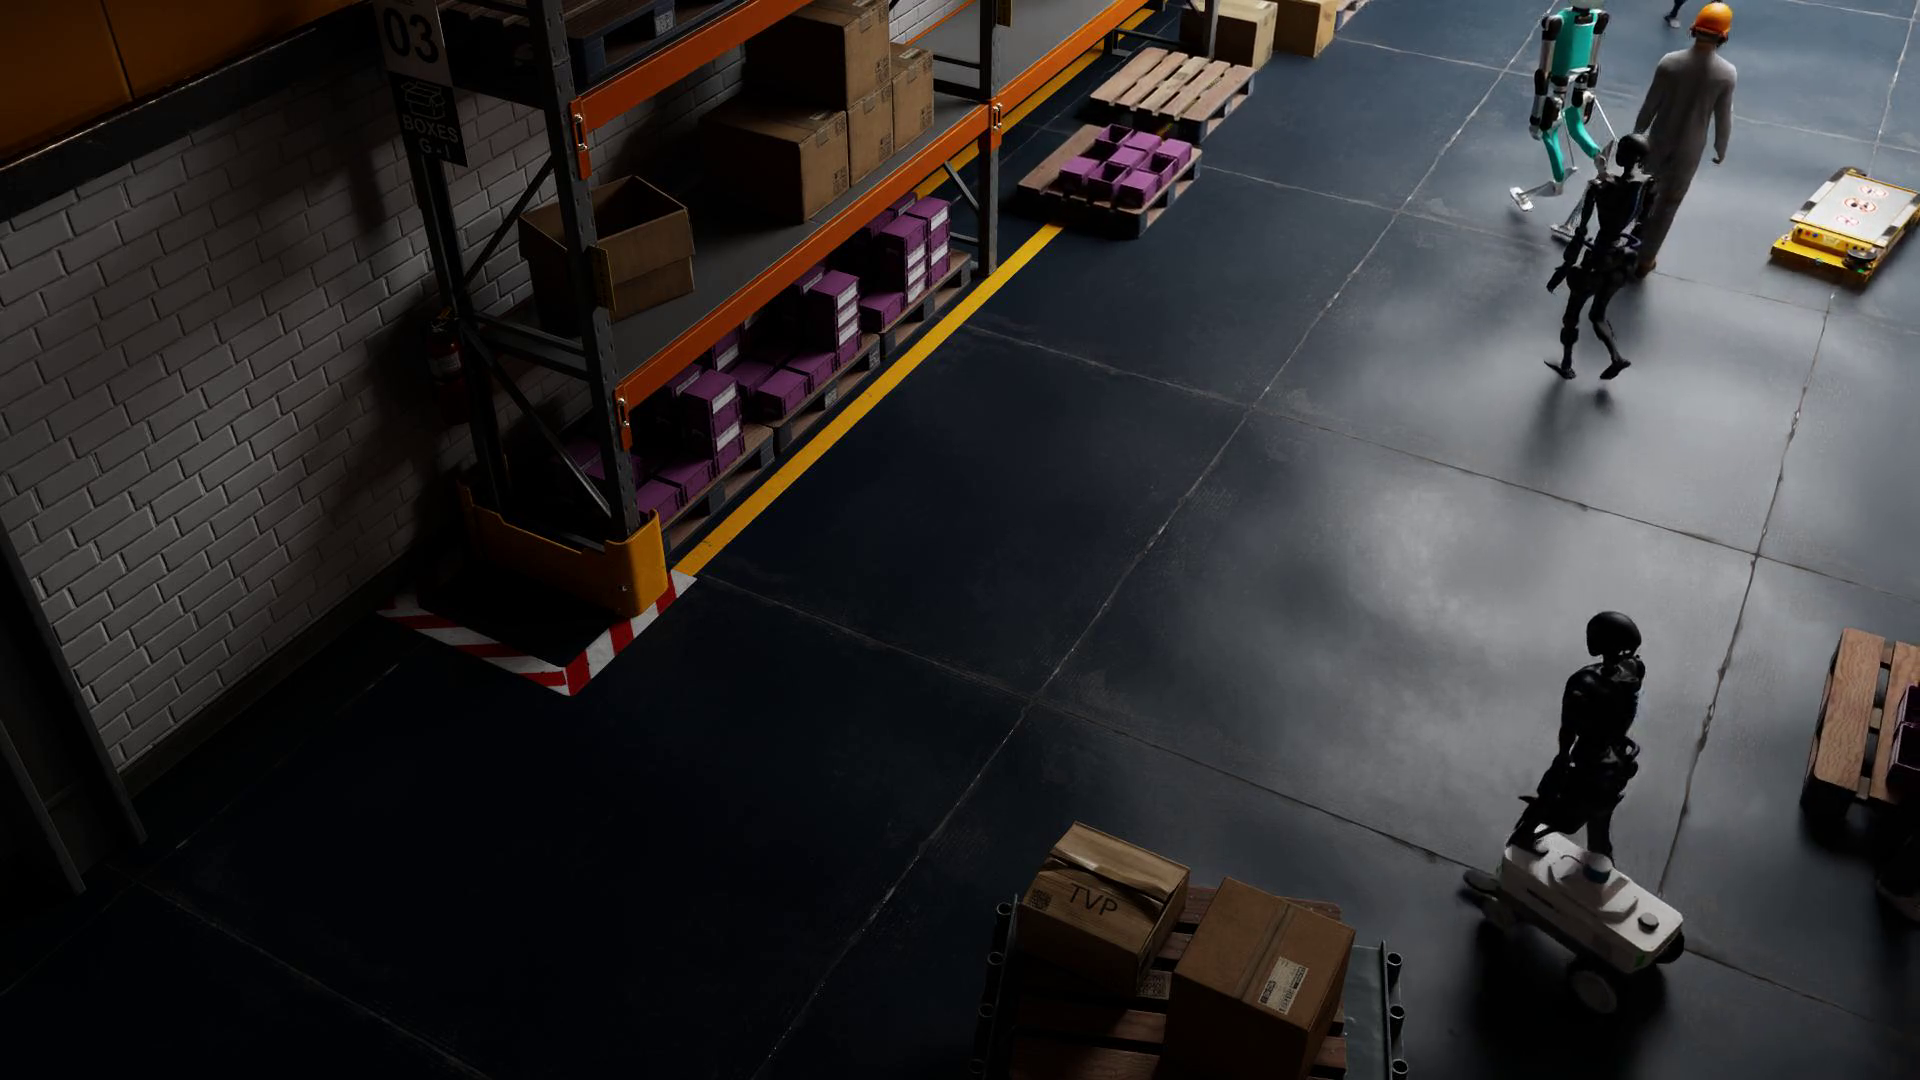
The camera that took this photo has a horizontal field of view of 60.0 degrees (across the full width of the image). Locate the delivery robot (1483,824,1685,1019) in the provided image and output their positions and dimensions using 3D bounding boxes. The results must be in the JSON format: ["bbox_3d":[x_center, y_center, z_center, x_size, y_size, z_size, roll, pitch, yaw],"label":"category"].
[{"bbox_3d":[2.660,1.581,7.026,0.499,0.610,0.788,-29,47,-31],"label":"delivery robot"}]

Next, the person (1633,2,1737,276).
[{"bbox_3d":[4.970,-2.785,11.427,0.588,1.861,0.829,23,44,26],"label":"person"}]

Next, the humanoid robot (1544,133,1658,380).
[{"bbox_3d":[3.968,-1.673,10.197,0.613,1.641,0.527,-14,41,-17],"label":"humanoid robot"}]

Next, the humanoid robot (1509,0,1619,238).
[{"bbox_3d":[4.382,-2.950,11.741,0.558,1.725,0.979,-16,41,-19],"label":"humanoid robot"}]

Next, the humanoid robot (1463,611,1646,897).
[{"bbox_3d":[2.575,0.983,6.873,0.612,1.636,0.621,-28,46,-30],"label":"humanoid robot"}]

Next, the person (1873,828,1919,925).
[{"bbox_3d":[4.317,0.937,6.797,0.576,1.825,0.549,-31,48,-33],"label":"person"}]

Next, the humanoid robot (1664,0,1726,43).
[{"bbox_3d":[6.680,-5.250,14.691,0.587,1.624,0.770,-5,39,-6],"label":"humanoid robot"}]

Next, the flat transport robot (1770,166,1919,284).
[{"bbox_3d":[6.496,-2.308,12.104,0.659,0.231,1.431,28,46,30],"label":"flat transport robot"}]
